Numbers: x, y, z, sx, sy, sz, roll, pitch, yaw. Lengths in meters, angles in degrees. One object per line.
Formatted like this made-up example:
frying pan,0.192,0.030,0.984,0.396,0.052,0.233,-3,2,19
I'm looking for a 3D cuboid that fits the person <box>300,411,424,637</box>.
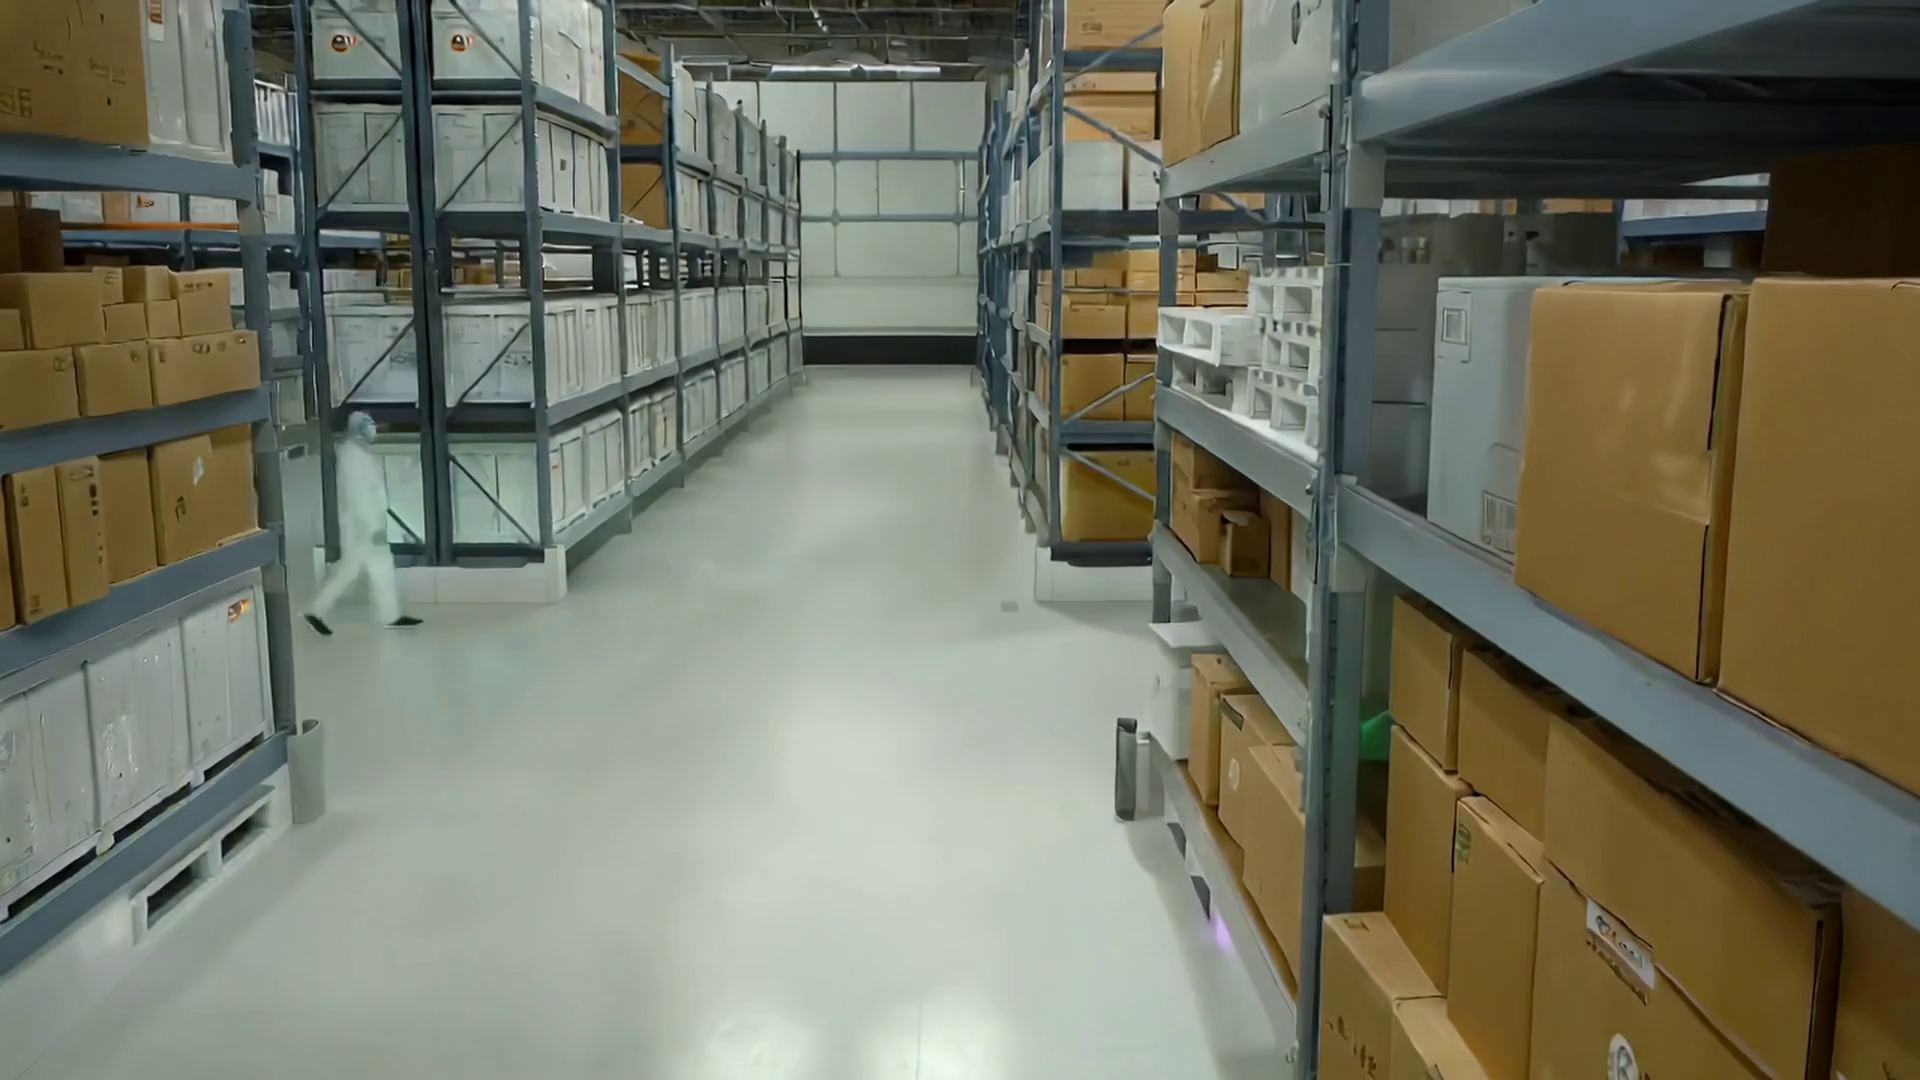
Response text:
person,-5.026,-0.136,13.793,0.928,1.871,0.643,-3,10,-18
